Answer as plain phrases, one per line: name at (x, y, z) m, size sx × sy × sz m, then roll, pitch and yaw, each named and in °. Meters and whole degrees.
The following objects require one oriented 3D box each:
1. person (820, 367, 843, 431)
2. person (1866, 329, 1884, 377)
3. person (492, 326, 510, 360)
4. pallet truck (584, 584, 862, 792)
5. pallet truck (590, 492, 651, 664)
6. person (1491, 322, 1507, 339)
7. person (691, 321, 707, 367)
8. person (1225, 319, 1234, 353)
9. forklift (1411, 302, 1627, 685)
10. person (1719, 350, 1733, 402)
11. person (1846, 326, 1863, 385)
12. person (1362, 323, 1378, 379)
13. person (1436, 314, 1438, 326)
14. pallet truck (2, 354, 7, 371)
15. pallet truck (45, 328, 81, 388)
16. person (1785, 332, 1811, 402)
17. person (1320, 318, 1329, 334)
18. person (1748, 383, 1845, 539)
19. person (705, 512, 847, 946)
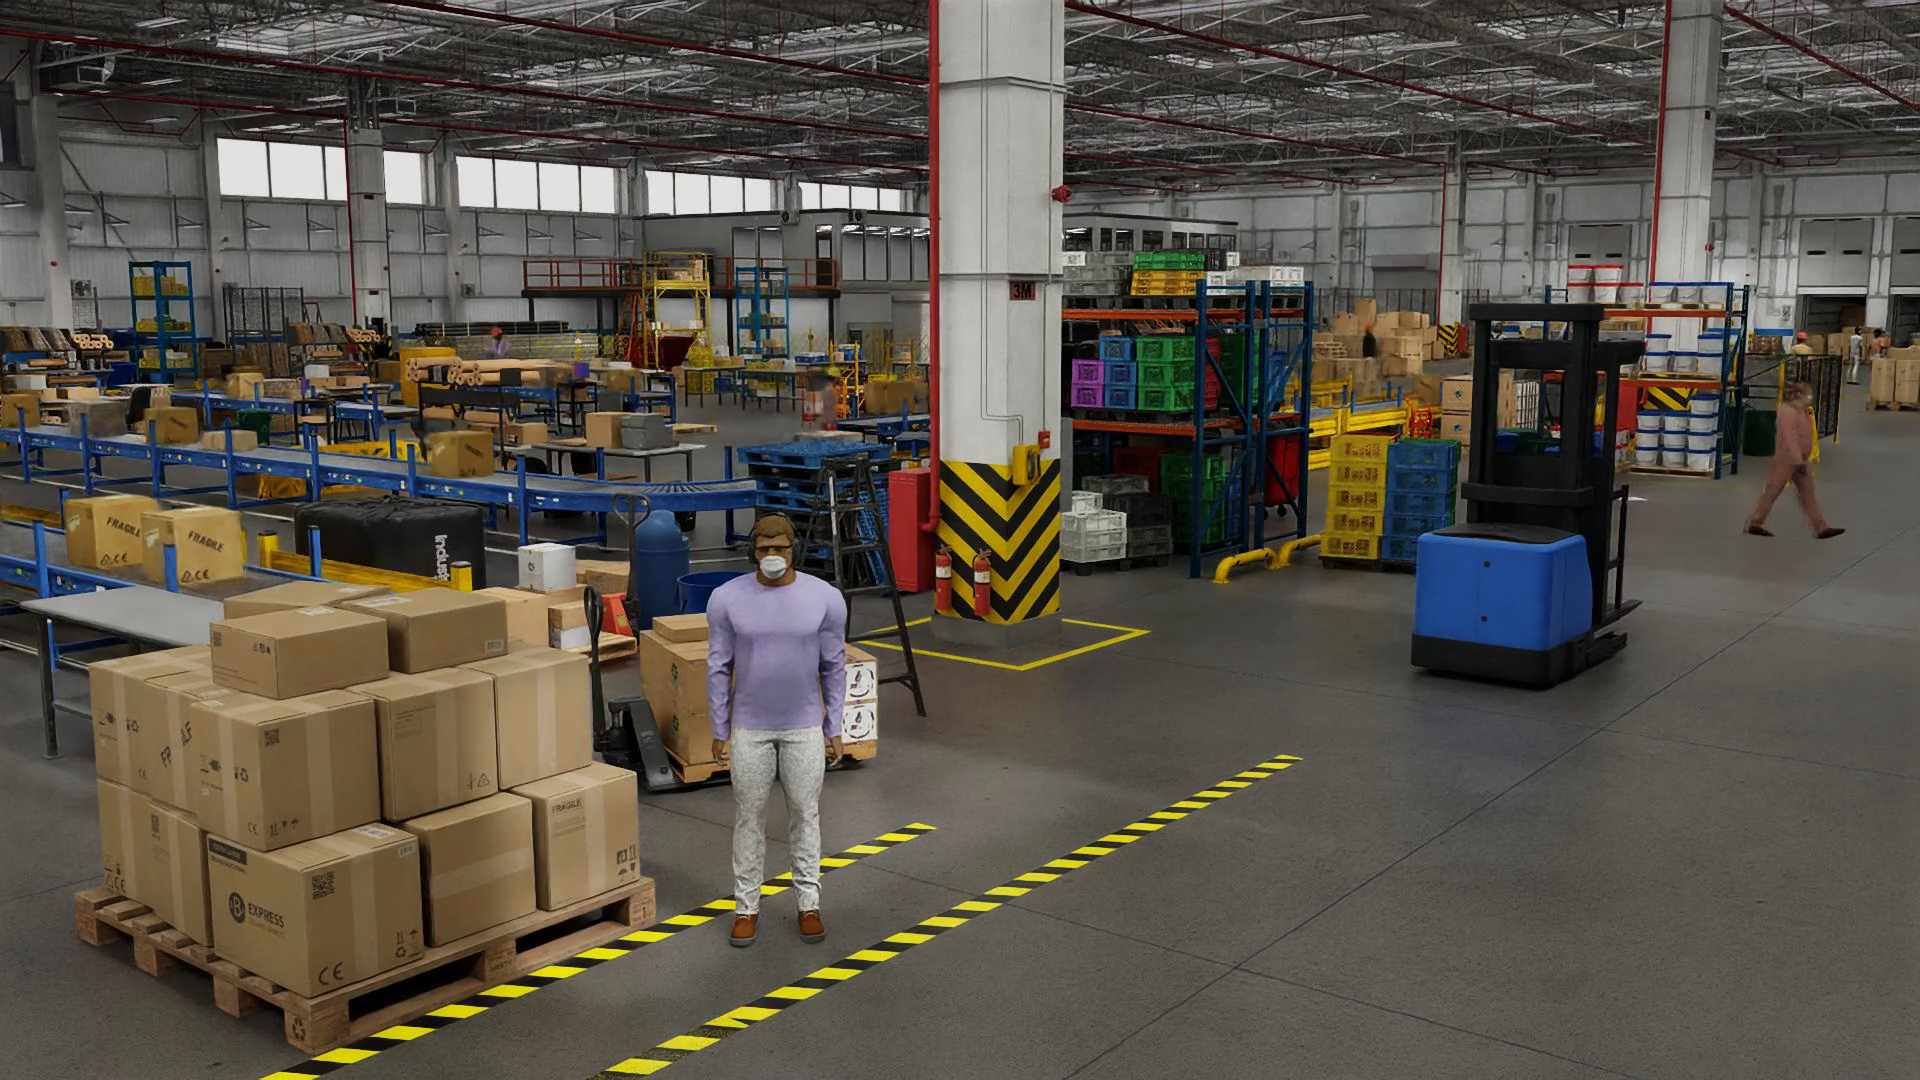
person at (-2.014, -1.845, 26.127) m, size 0.381 × 1.739 × 0.551 m, roll -1°, pitch 8°, yaw -5°
person at (31.541, -6.440, 57.322) m, size 0.352 × 1.694 × 0.562 m, roll -3°, pitch 9°, yaw -18°
person at (-12.568, -4.816, 45.277) m, size 0.654 × 2.001 × 0.649 m, roll 6°, pitch 10°, yaw 35°
pallet truck at (-1.426, 0.805, 10.019) m, size 1.601 × 1.201 × 0.680 m, roll -4°, pitch 9°, yaw -26°
pallet truck at (-3.115, 0.344, 12.883) m, size 0.653 × 1.274 × 1.630 m, roll 7°, pitch 11°, yaw 37°
person at (16.028, -5.459, 49.516) m, size 0.537 × 2.000 × 0.682 m, roll -7°, pitch 11°, yaw -41°
person at (-10.205, -7.645, 64.861) m, size 0.704 × 1.874 × 0.643 m, roll -2°, pitch 9°, yaw -11°
person at (10.825, -7.953, 66.713) m, size 0.392 × 1.930 × 0.546 m, roll 2°, pitch 9°, yaw 14°
forklift at (4.379, -0.438, 12.852) m, size 1.129 × 2.768 × 1.873 m, roll 7°, pitch 11°, yaw 37°
person at (19.966, -4.387, 43.260) m, size 0.594 × 1.745 × 0.529 m, roll -4°, pitch 9°, yaw -25°
person at (28.373, -5.837, 52.694) m, size 0.328 × 1.861 × 0.503 m, roll -3°, pitch 9°, yaw -21°
person at (12.560, -5.651, 51.017) m, size 0.548 × 1.978 × 0.628 m, roll -2°, pitch 9°, yaw -12°
person at (23.037, -9.984, 80.545) m, size 0.954 × 1.876 × 0.612 m, roll 2°, pitch 9°, yaw 12°
pallet truck at (-24.881, -4.417, 42.634) m, size 1.885 × 1.965 × 0.823 m, roll 8°, pitch 11°, yaw 41°
pallet truck at (-23.775, -4.544, 43.495) m, size 1.885 × 1.965 × 0.823 m, roll 6°, pitch 10°, yaw 35°
person at (21.731, -4.424, 43.015) m, size 0.548 × 1.910 × 0.922 m, roll -1°, pitch 9°, yaw -7°
person at (16.443, -9.143, 75.166) m, size 0.433 × 1.811 × 0.680 m, roll 2°, pitch 9°, yaw 11°
person at (9.879, -0.928, 19.625) m, size 0.650 × 1.845 × 1.042 m, roll -7°, pitch 11°, yaw -39°
person at (-0.813, 0.838, 7.412) m, size 0.631 × 1.939 × 0.370 m, roll -1°, pitch 9°, yaw -7°
